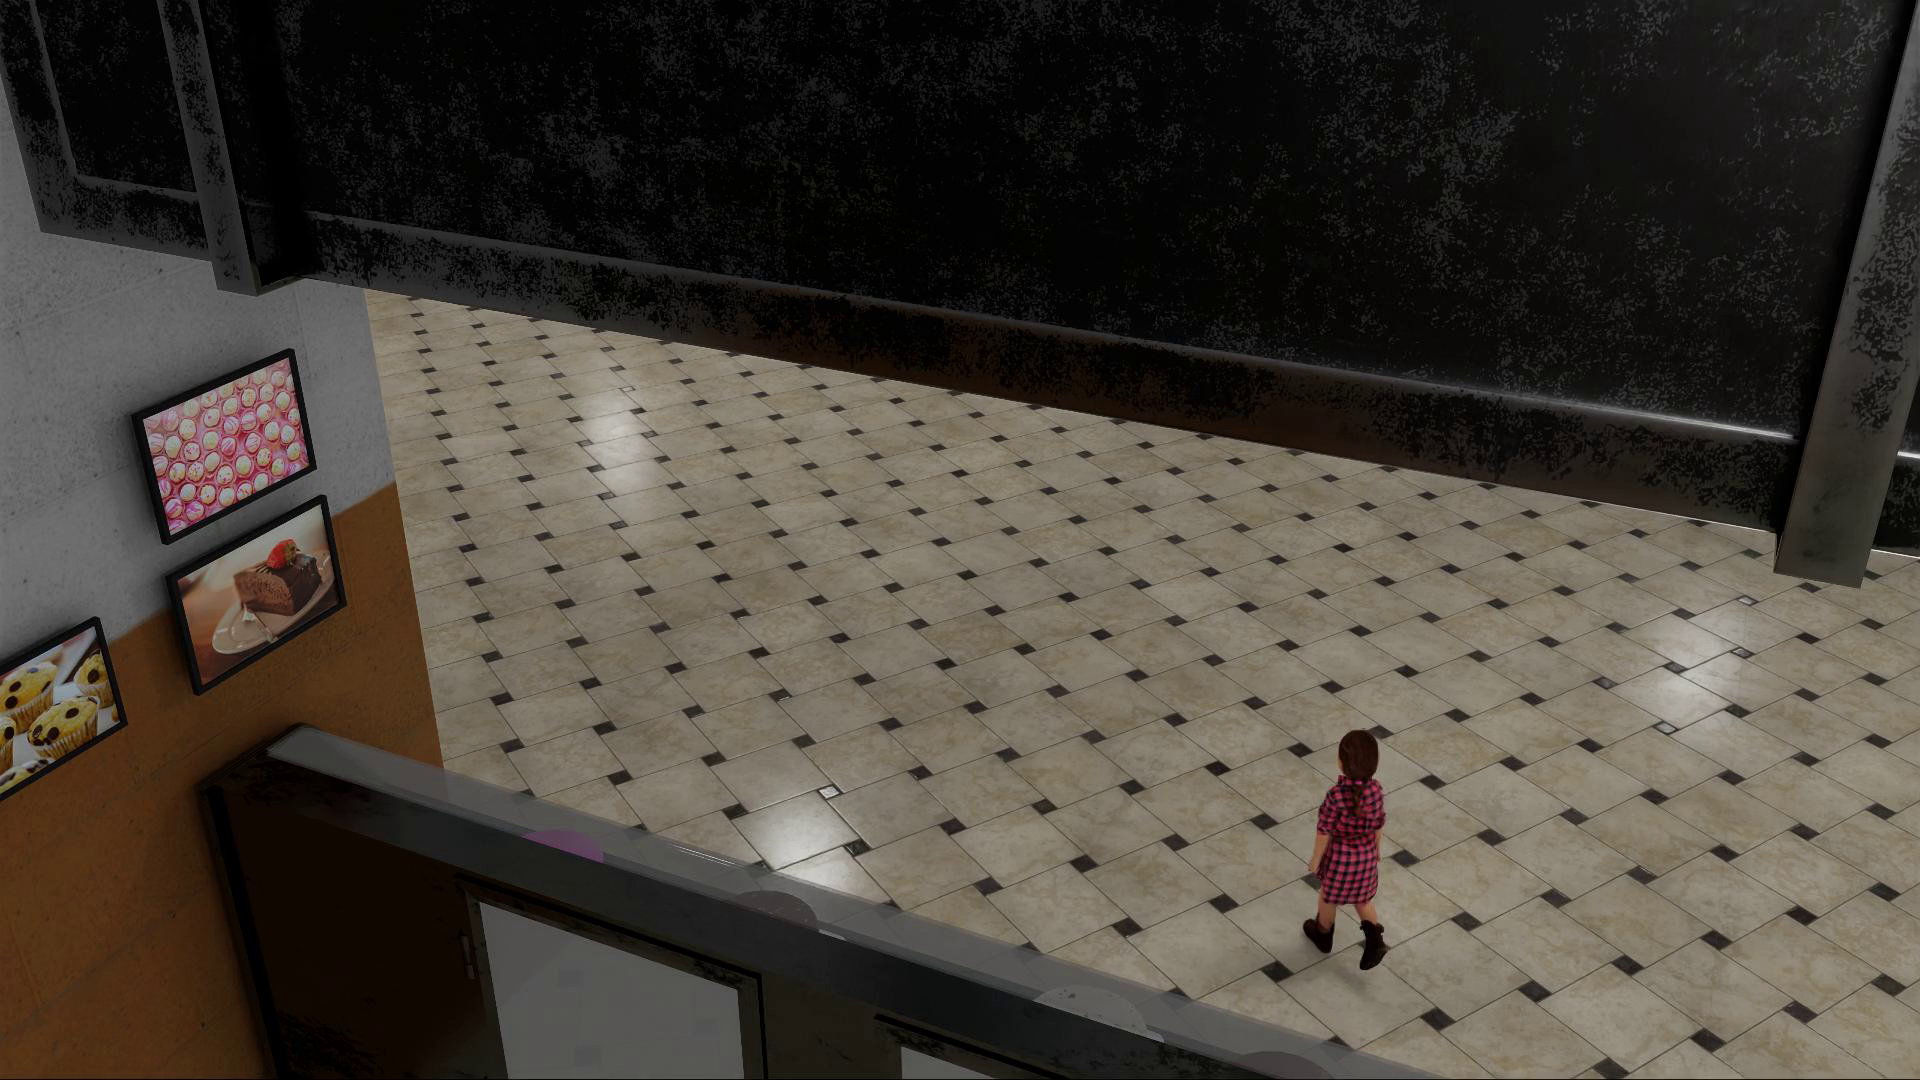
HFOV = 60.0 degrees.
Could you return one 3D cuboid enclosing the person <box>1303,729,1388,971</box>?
[{"bbox_3d":[1.520,1.218,6.399,0.654,1.011,0.704,-12,29,-23],"label":"person"}]
